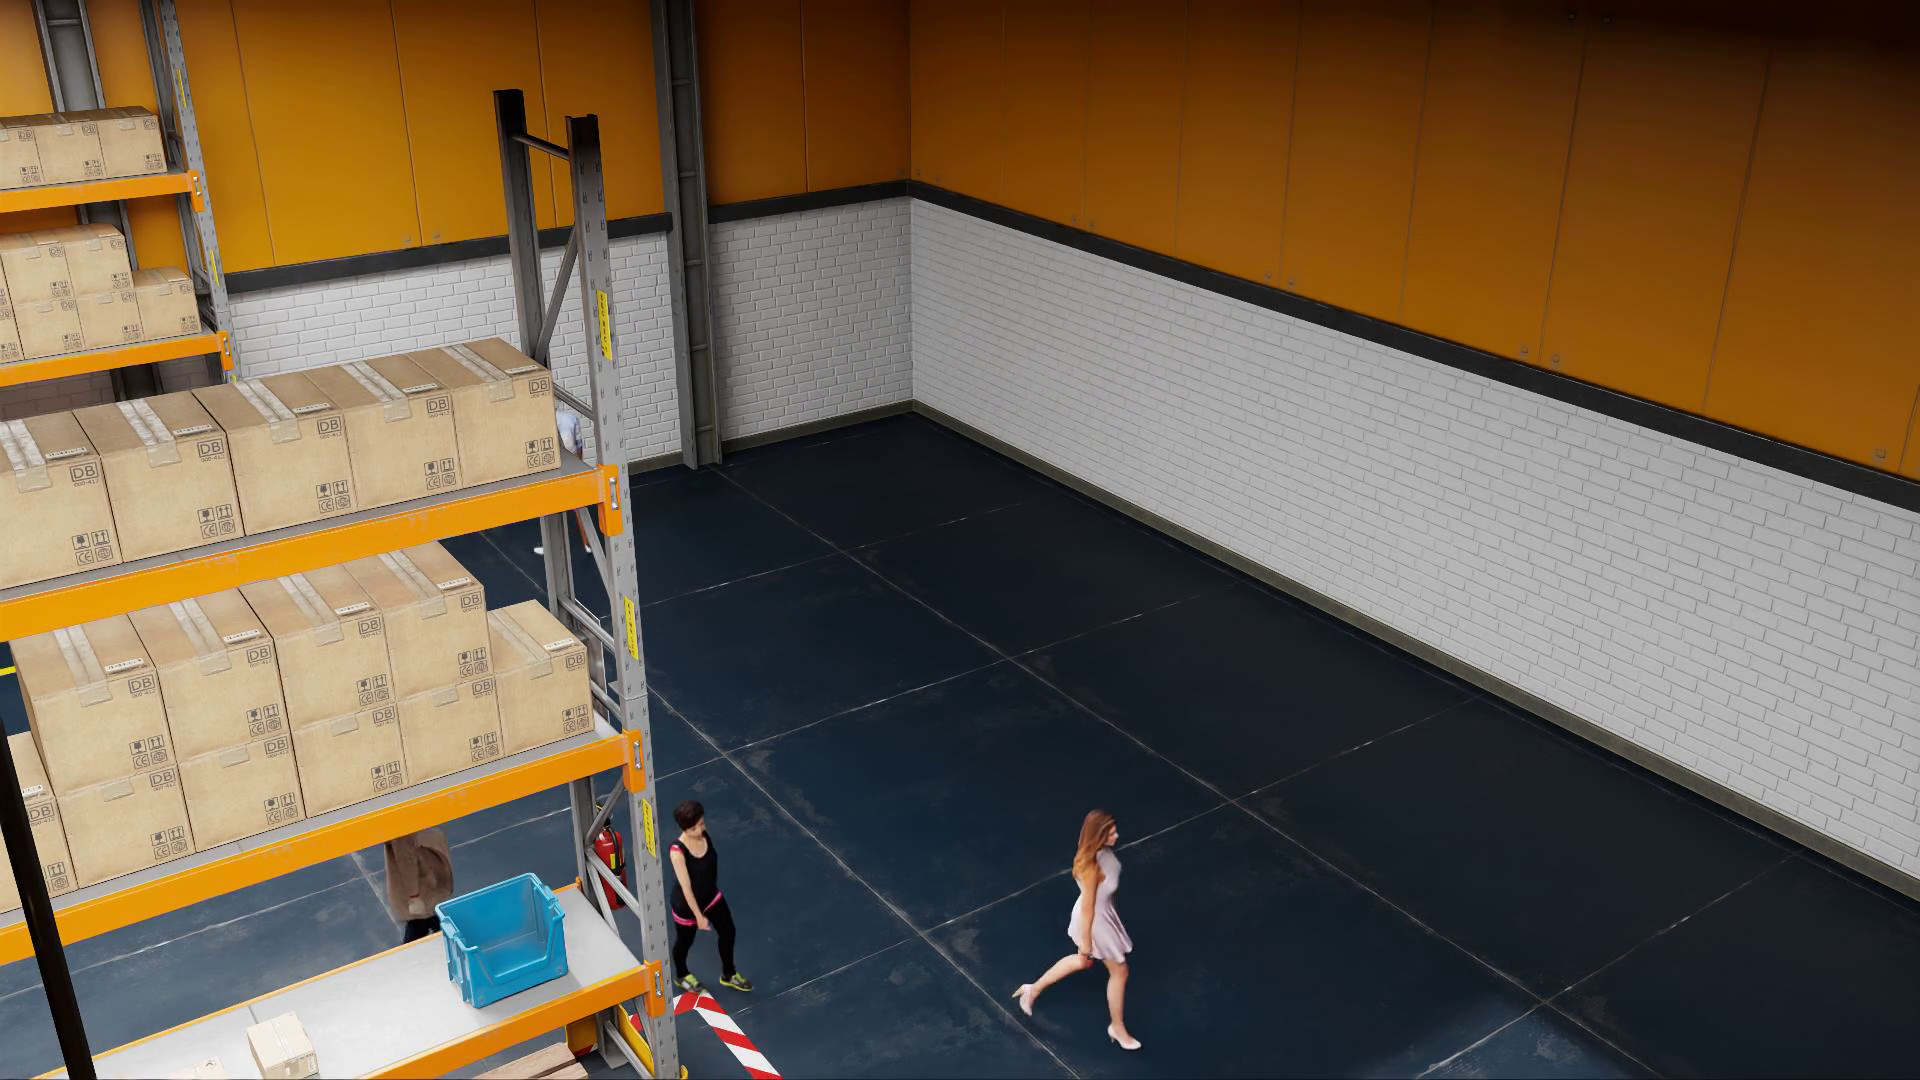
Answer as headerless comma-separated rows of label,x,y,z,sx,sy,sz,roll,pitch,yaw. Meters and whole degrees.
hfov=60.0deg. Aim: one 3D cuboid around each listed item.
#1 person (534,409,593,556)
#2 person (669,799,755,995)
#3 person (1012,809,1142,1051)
person,-4.179,-0.696,17.459,0.530,1.800,0.846,-10,26,-22
person,-1.799,2.331,10.871,0.804,1.529,0.803,12,26,25
person,0.763,2.419,10.410,1.080,1.738,1.035,5,24,11
